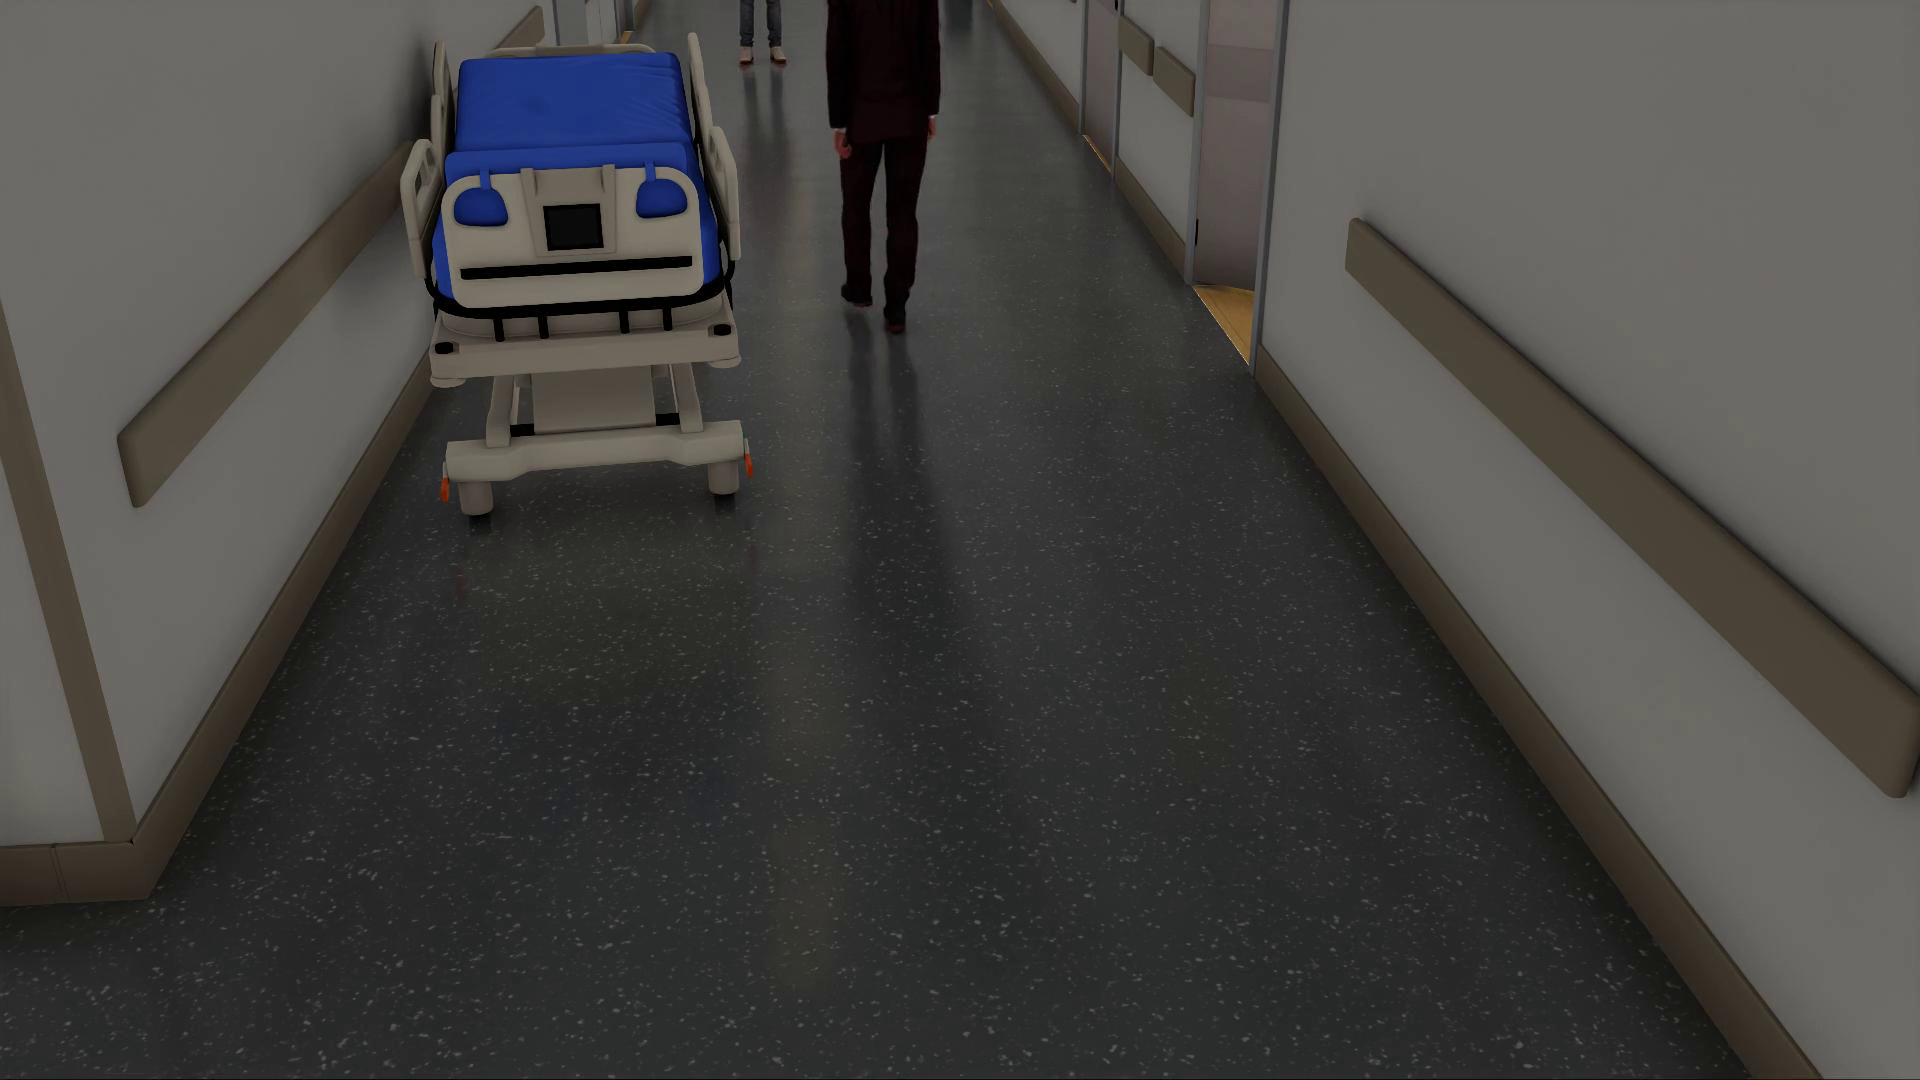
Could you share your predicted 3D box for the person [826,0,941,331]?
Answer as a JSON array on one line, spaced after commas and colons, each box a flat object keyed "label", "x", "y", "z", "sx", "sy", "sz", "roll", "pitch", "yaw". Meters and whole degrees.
[{"label": "person", "x": -0.321, "y": -1.832, "z": 7.335, "sx": 0.756, "sy": 1.846, "sz": 0.753, "roll": -3, "pitch": 26, "yaw": -6}]

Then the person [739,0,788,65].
[{"label": "person", "x": -1.653, "y": -4.911, "z": 13.661, "sx": 0.558, "sy": 1.898, "sz": 0.768, "roll": -5, "pitch": 26, "yaw": -10}]
